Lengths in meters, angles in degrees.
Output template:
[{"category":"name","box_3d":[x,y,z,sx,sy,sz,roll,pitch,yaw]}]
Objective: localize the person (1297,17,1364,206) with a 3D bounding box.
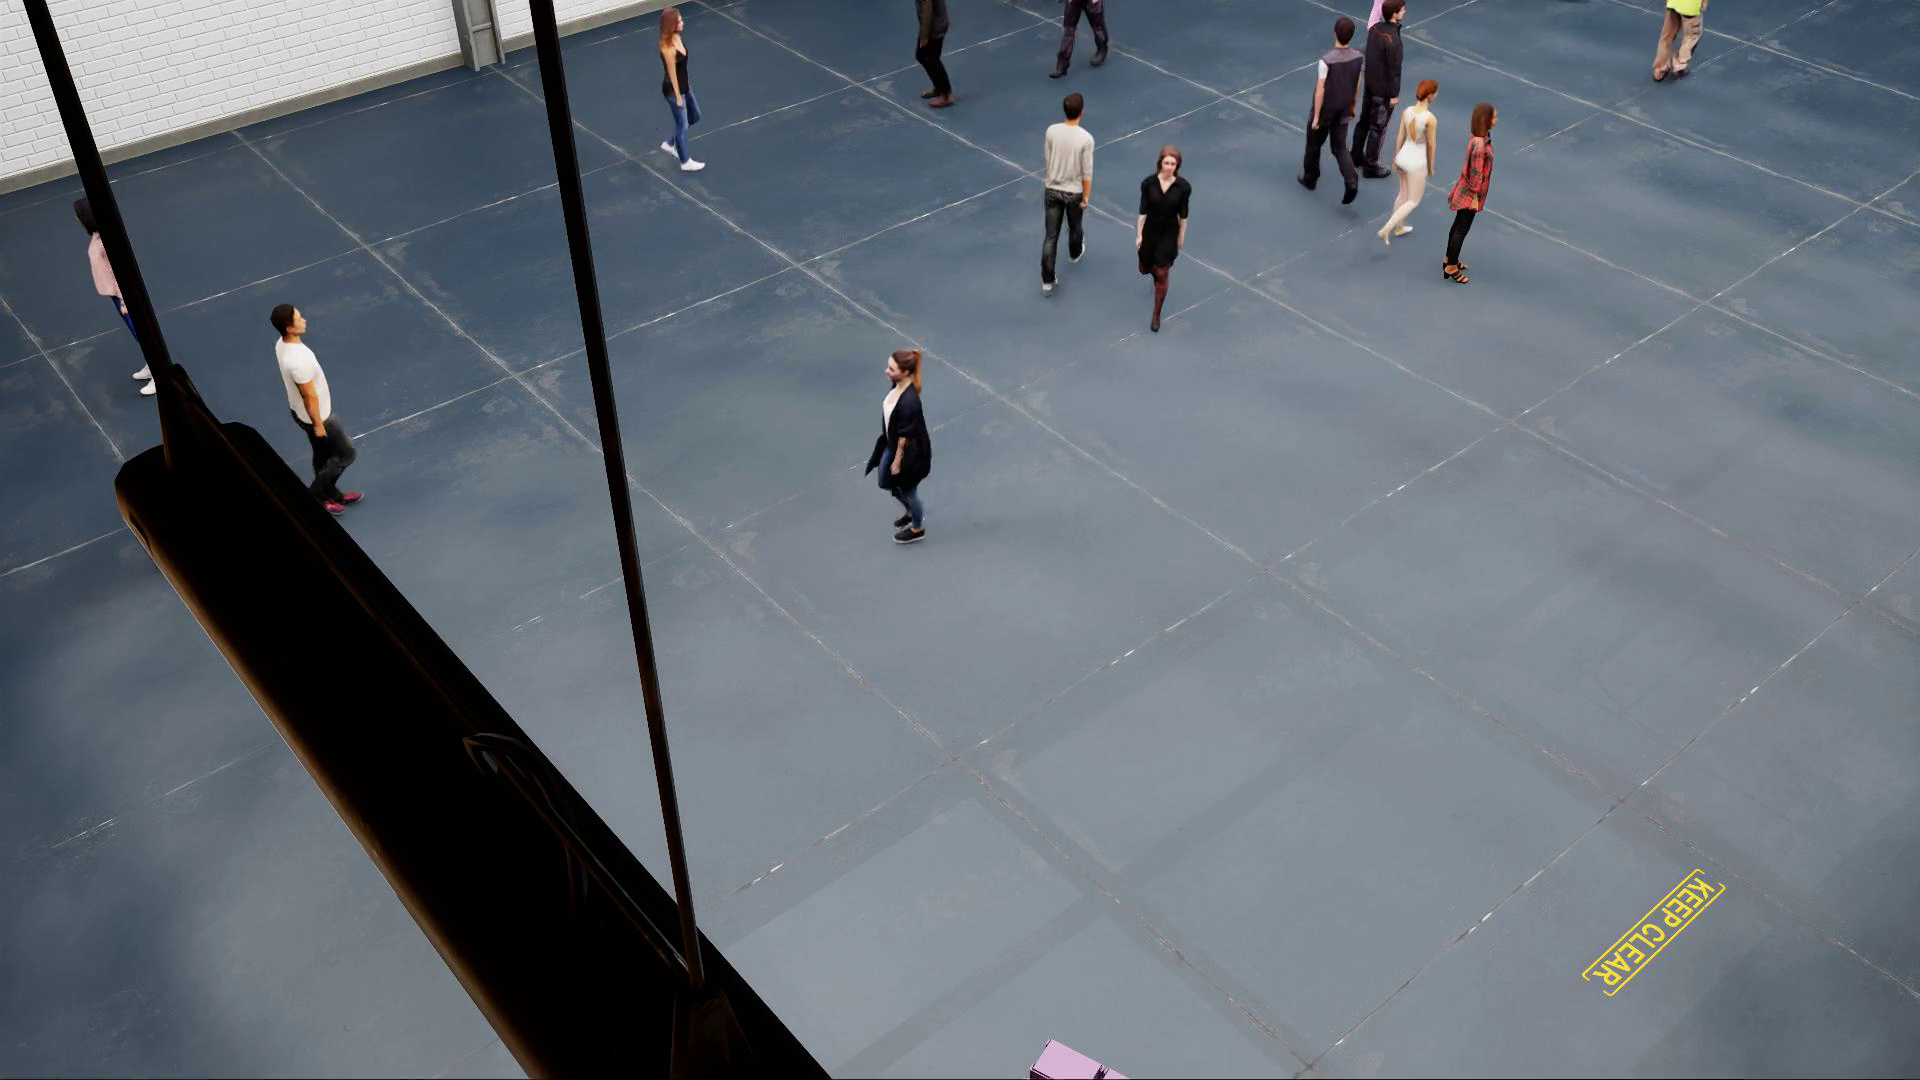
[{"category":"person","box_3d":[3.719,-4.183,16.376,1.137,1.820,0.979,-12,40,-14]}]

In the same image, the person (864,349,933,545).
[{"category":"person","box_3d":[-0.313,-0.660,12.084,0.802,1.672,0.744,-10,40,-12]}]

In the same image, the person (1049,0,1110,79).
[{"category":"person","box_3d":[1.474,-6.248,18.924,0.908,1.867,1.282,24,45,27]}]

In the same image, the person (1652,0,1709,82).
[{"category":"person","box_3d":[8.120,-6.026,18.675,0.768,1.832,0.744,-30,48,-32]}]

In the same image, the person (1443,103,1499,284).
[{"category":"person","box_3d":[4.671,-3.190,15.230,0.761,1.699,0.677,8,39,10]}]

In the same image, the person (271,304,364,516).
[{"category":"person","box_3d":[-4.882,-0.931,12.325,0.684,1.794,0.654,-23,44,-26]}]

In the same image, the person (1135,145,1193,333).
[{"category":"person","box_3d":[1.759,-2.698,14.624,0.880,1.686,0.983,8,39,10]}]

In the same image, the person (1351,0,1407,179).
[{"category":"person","box_3d":[4.263,-4.606,16.891,0.732,1.839,0.799,-11,40,-14]}]

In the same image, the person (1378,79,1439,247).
[{"category":"person","box_3d":[4.226,-3.531,15.713,0.886,1.629,0.622,-26,46,-29]}]

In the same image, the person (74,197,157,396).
[{"category":"person","box_3d":[-6.892,-2.032,13.724,0.598,1.769,0.675,-20,43,-23]}]

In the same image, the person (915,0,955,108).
[{"category":"person","box_3d":[-0.249,-5.589,18.154,0.877,1.798,0.856,1,39,2]}]

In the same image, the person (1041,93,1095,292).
[{"category":"person","box_3d":[0.915,-3.109,15.078,1.043,1.762,1.251,12,40,14]}]

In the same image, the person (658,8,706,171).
[{"category":"person","box_3d":[-2.949,-4.592,16.973,0.836,1.715,0.774,2,39,2]}]
